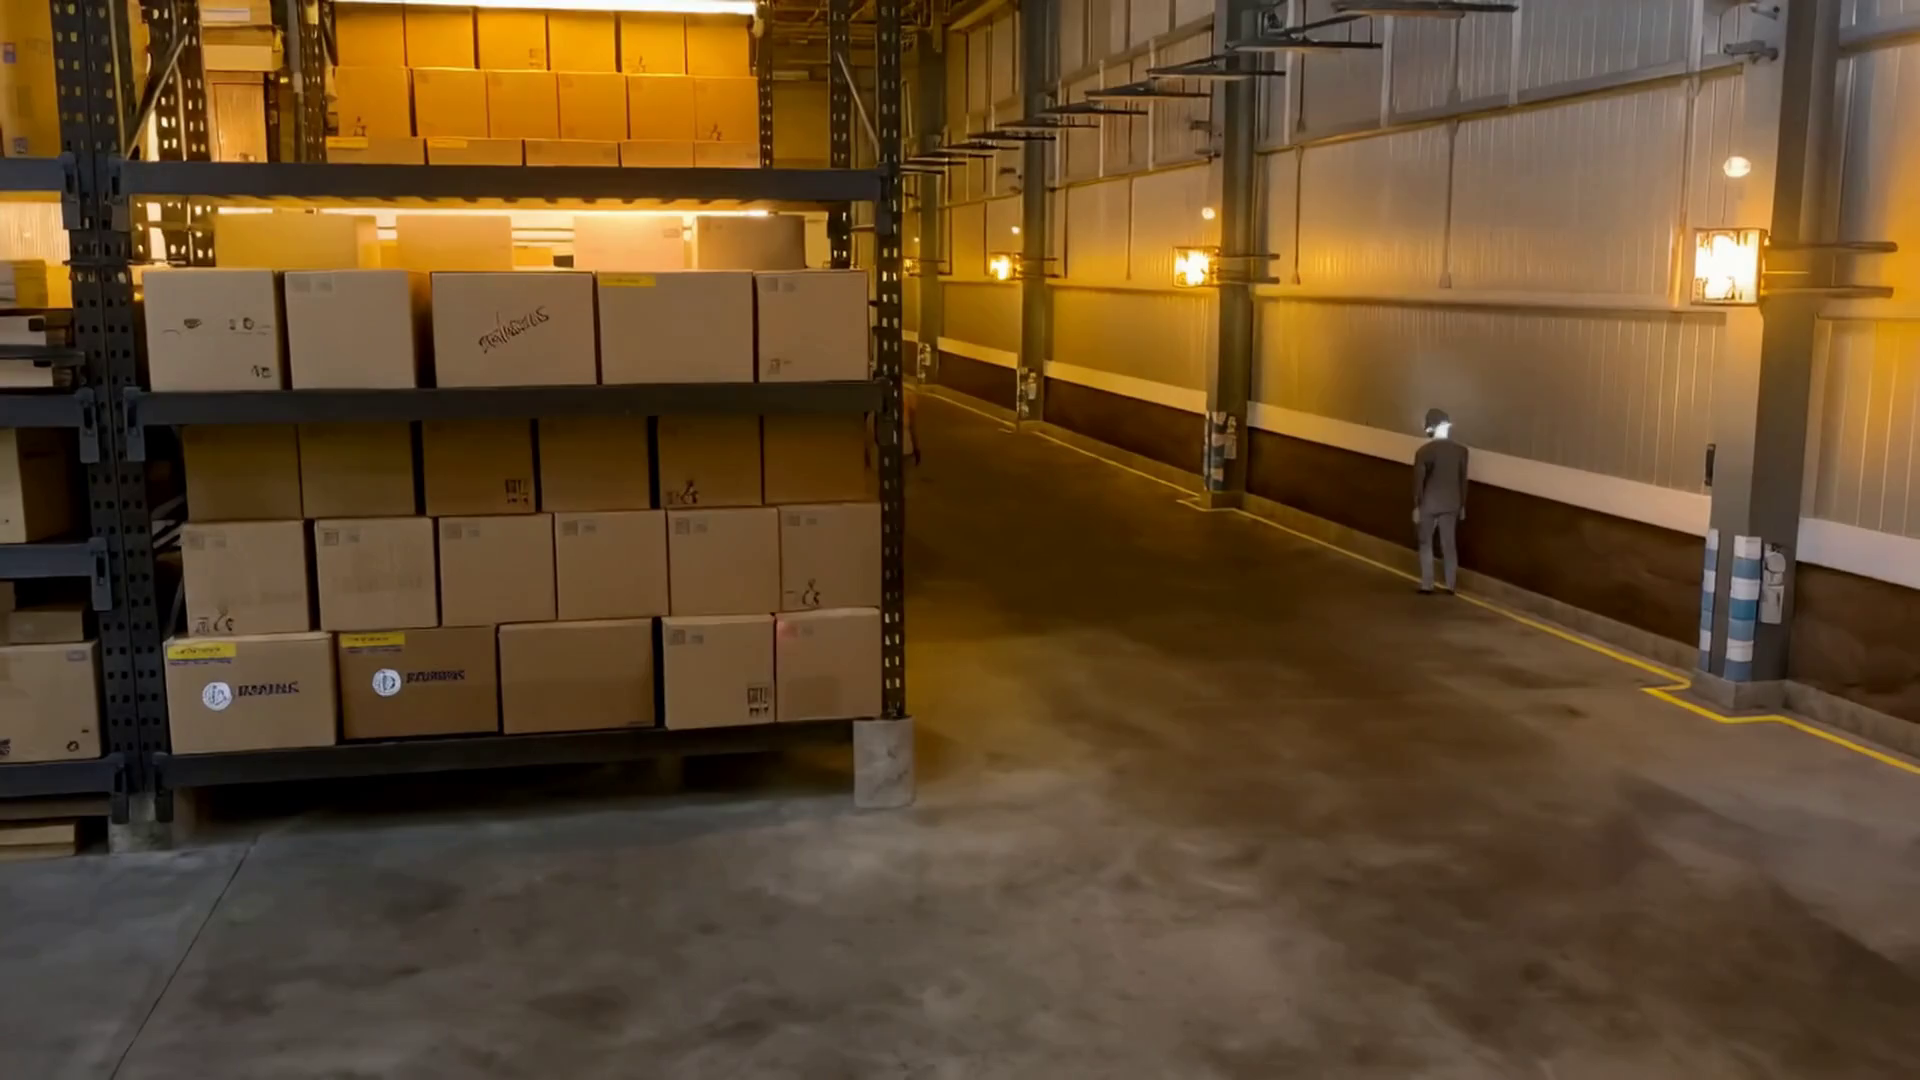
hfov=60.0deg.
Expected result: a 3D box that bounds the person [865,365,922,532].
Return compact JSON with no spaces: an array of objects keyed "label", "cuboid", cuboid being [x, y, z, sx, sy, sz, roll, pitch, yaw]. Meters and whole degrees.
[{"label":"person","cuboid":[-0.794,-1.068,19.188,0.644,1.927,0.611,-3,10,-15]}]

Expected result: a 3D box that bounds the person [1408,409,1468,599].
[{"label":"person","cuboid":[4.409,-0.338,15.329,0.655,1.740,0.377,-4,10,-22]}]
